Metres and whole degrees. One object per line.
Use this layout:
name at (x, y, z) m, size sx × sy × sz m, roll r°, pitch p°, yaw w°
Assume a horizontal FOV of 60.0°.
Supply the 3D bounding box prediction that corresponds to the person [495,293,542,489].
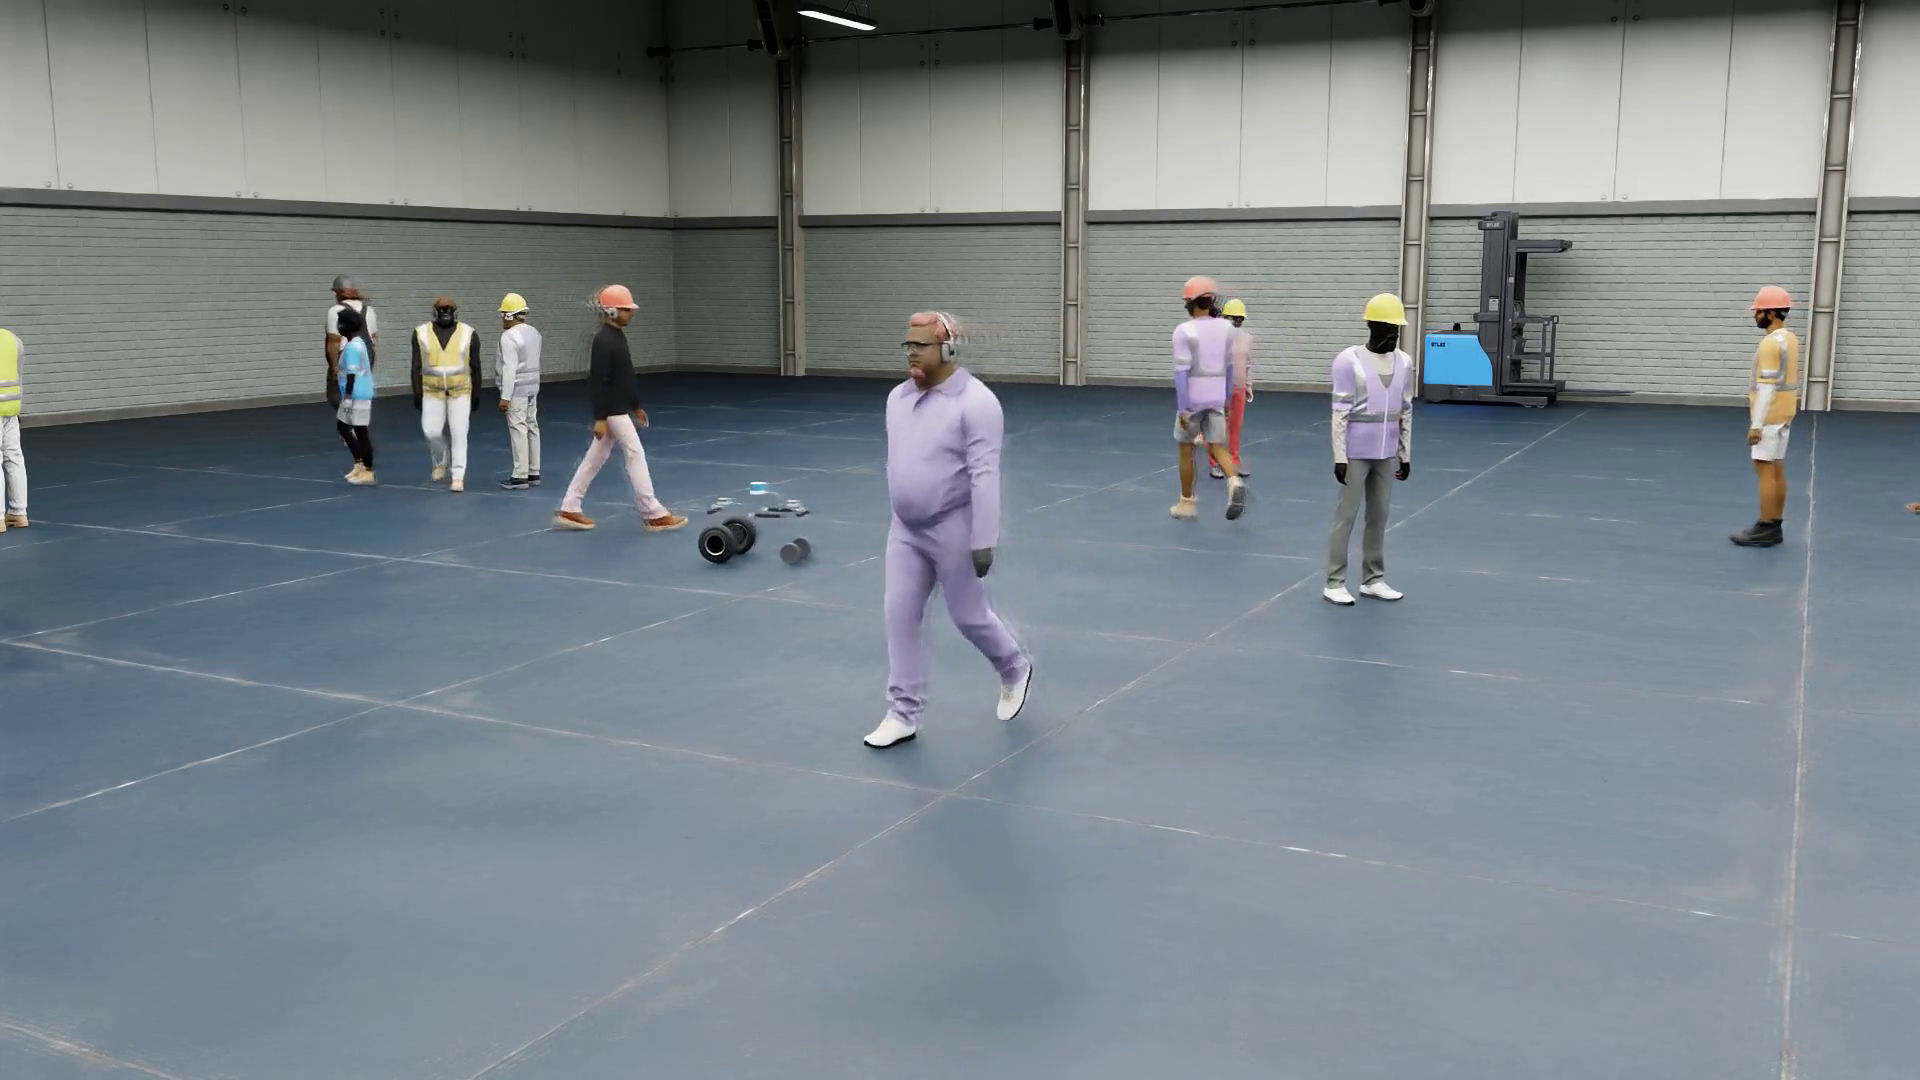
person at (-4.191, -1.411, 15.760) m, size 0.403 × 1.833 × 0.586 m, roll 2°, pitch 9°, yaw 13°

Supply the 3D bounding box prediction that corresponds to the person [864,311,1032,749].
person at (-0.041, -0.066, 7.324) m, size 0.657 × 1.883 × 0.866 m, roll 8°, pitch 12°, yaw 41°

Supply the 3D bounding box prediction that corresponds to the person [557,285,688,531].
person at (-2.731, -1.035, 13.127) m, size 1.034 × 1.951 × 0.605 m, roll -1°, pitch 9°, yaw -6°

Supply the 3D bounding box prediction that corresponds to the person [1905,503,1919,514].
person at (8.313, -1.125, 13.715) m, size 0.614 × 1.922 × 0.782 m, roll -7°, pitch 12°, yaw -38°

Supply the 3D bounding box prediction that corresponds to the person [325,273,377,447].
person at (-7.076, -2.064, 19.277) m, size 0.572 × 2.000 × 0.693 m, roll 5°, pitch 11°, yaw 29°

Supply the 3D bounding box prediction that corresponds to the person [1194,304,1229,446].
person at (2.961, -1.928, 19.388) m, size 0.506 × 1.683 × 0.540 m, roll 1°, pitch 9°, yaw 4°

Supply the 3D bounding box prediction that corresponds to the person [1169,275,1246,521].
person at (2.015, -1.140, 13.529) m, size 0.621 × 2.019 × 0.813 m, roll -4°, pitch 10°, yaw -24°

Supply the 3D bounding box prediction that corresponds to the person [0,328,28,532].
person at (-7.669, -0.987, 13.138) m, size 0.429 × 1.838 × 0.621 m, roll 1°, pitch 9°, yaw 8°

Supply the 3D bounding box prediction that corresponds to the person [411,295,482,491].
person at (-4.808, -1.379, 15.603) m, size 0.635 × 1.823 × 0.488 m, roll -2°, pitch 9°, yaw -12°

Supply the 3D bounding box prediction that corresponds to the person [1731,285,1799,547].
person at (6.051, -0.931, 12.479) m, size 0.377 × 1.936 × 0.549 m, roll 8°, pitch 12°, yaw 42°

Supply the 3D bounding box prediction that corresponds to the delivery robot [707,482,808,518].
delivery robot at (-1.446, -0.297, 11.861) m, size 0.698 × 0.223 × 0.335 m, roll 2°, pitch 9°, yaw 12°

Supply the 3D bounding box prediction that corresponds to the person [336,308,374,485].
person at (-5.835, -1.366, 15.910) m, size 0.435 × 1.682 × 0.552 m, roll -3°, pitch 10°, yaw -17°

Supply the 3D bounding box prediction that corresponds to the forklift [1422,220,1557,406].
forklift at (8.245, -3.527, 25.720) m, size 1.873 × 2.768 × 1.129 m, roll 5°, pitch 10°, yaw 27°

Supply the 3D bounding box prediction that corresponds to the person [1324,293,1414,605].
person at (2.548, -0.553, 10.242) m, size 0.602 × 1.913 × 0.423 m, roll -4°, pitch 10°, yaw -24°

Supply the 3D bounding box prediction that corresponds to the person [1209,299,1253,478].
person at (2.699, -1.508, 16.564) m, size 0.524 × 1.769 × 0.309 m, roll -5°, pitch 10°, yaw -28°
